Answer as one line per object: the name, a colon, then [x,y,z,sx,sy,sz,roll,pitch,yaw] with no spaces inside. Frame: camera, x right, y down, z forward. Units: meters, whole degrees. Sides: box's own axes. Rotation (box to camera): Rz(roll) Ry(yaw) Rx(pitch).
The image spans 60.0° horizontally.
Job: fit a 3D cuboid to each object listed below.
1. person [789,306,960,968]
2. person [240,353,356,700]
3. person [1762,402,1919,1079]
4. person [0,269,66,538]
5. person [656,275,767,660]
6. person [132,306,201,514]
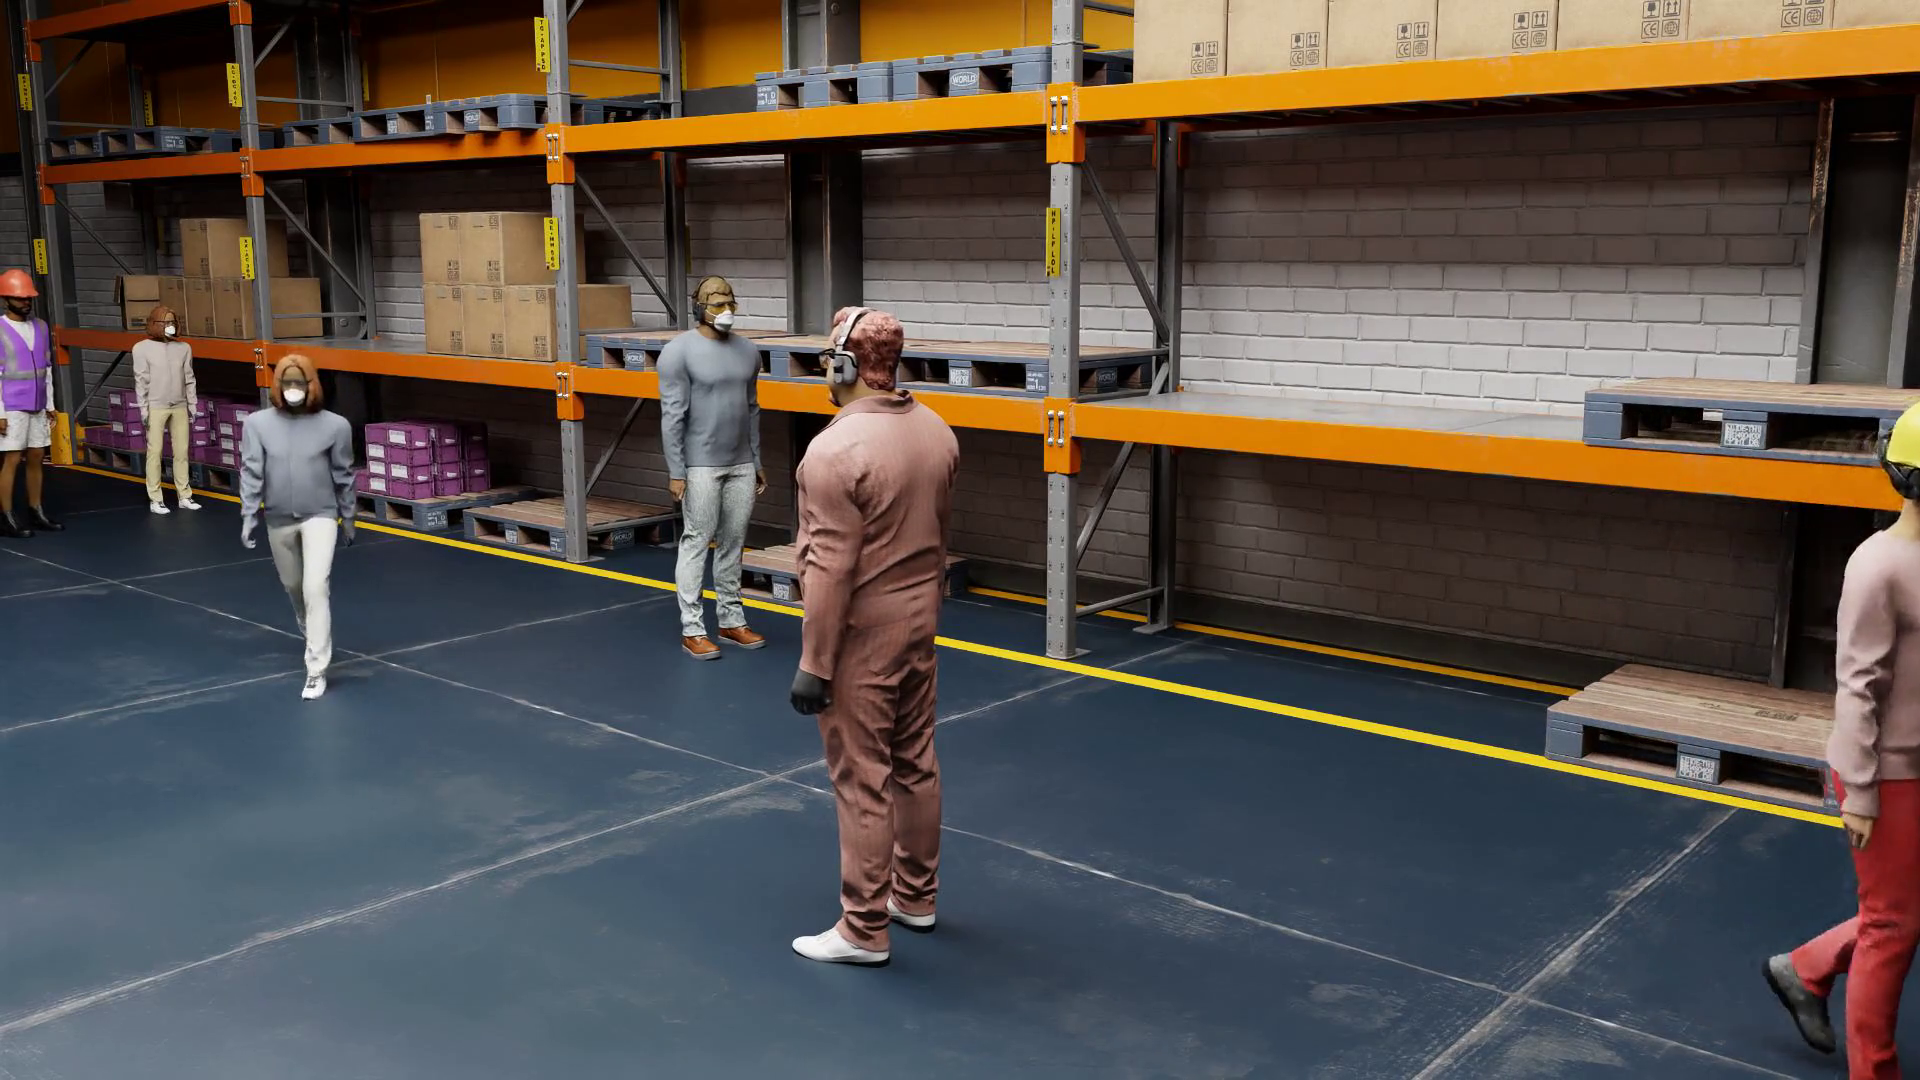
person: [-0.276,0.283,4.850,0.407,1.910,0.638,6,12,31]
person: [-3.135,-0.105,7.955,0.493,1.595,0.857,-1,10,-7]
person: [2.194,0.526,3.903,0.549,1.752,0.465,-7,12,-35]
person: [-6.735,-0.976,11.987,0.422,1.927,0.548,3,10,17]
person: [-1.242,-0.373,8.491,0.358,1.938,0.636,8,13,40]
person: [-6.238,-1.023,13.091,0.276,1.629,0.497,7,12,33]
